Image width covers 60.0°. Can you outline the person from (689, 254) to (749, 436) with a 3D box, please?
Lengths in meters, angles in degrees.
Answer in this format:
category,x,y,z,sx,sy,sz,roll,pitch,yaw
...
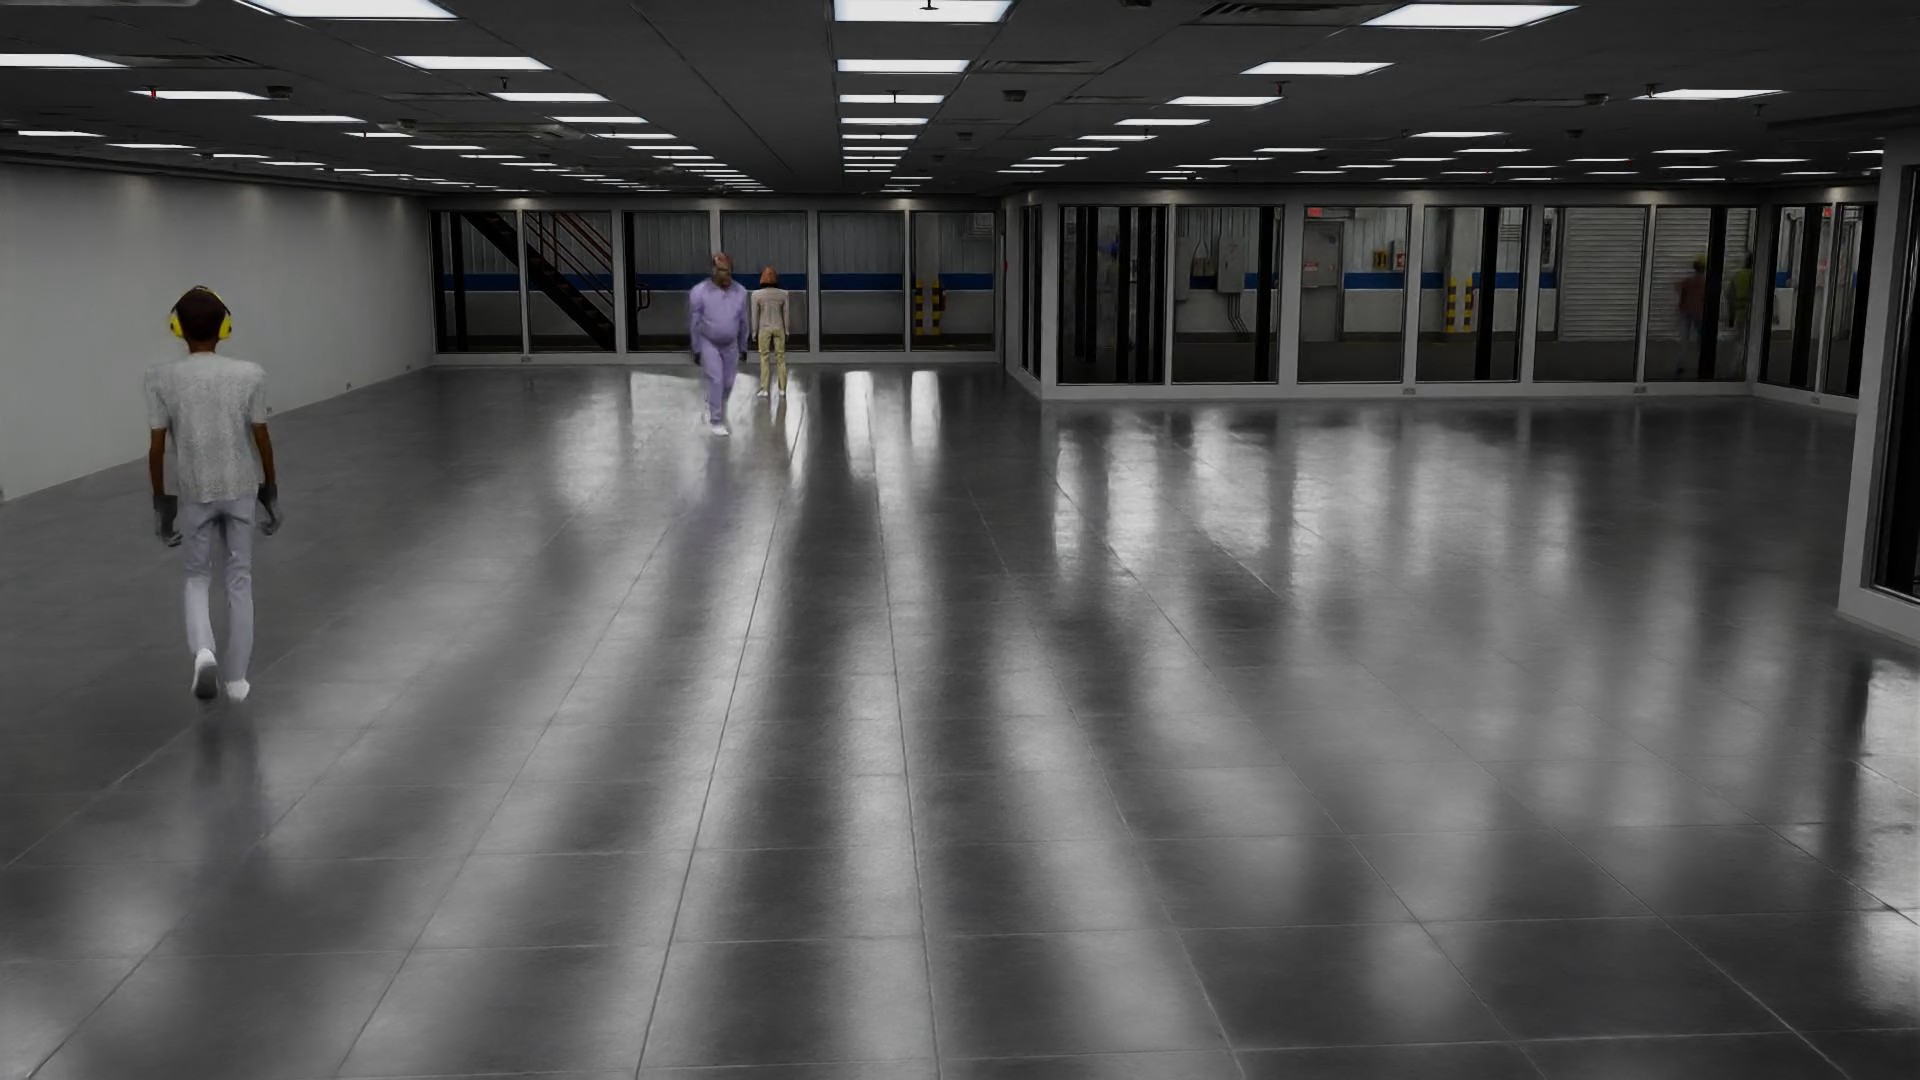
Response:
category,x,y,z,sx,sy,sz,roll,pitch,yaw
person,-2.517,-2.024,17.222,0.651,1.875,0.624,-7,12,-32

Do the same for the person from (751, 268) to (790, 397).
category,x,y,z,sx,sy,sz,roll,pitch,yaw
person,-2.398,-2.624,21.073,0.501,1.633,0.279,-4,11,-18

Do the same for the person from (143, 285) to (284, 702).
category,x,y,z,sx,sy,sz,roll,pitch,yaw
person,-3.250,-0.180,7.305,0.517,1.856,0.461,-4,11,-21
